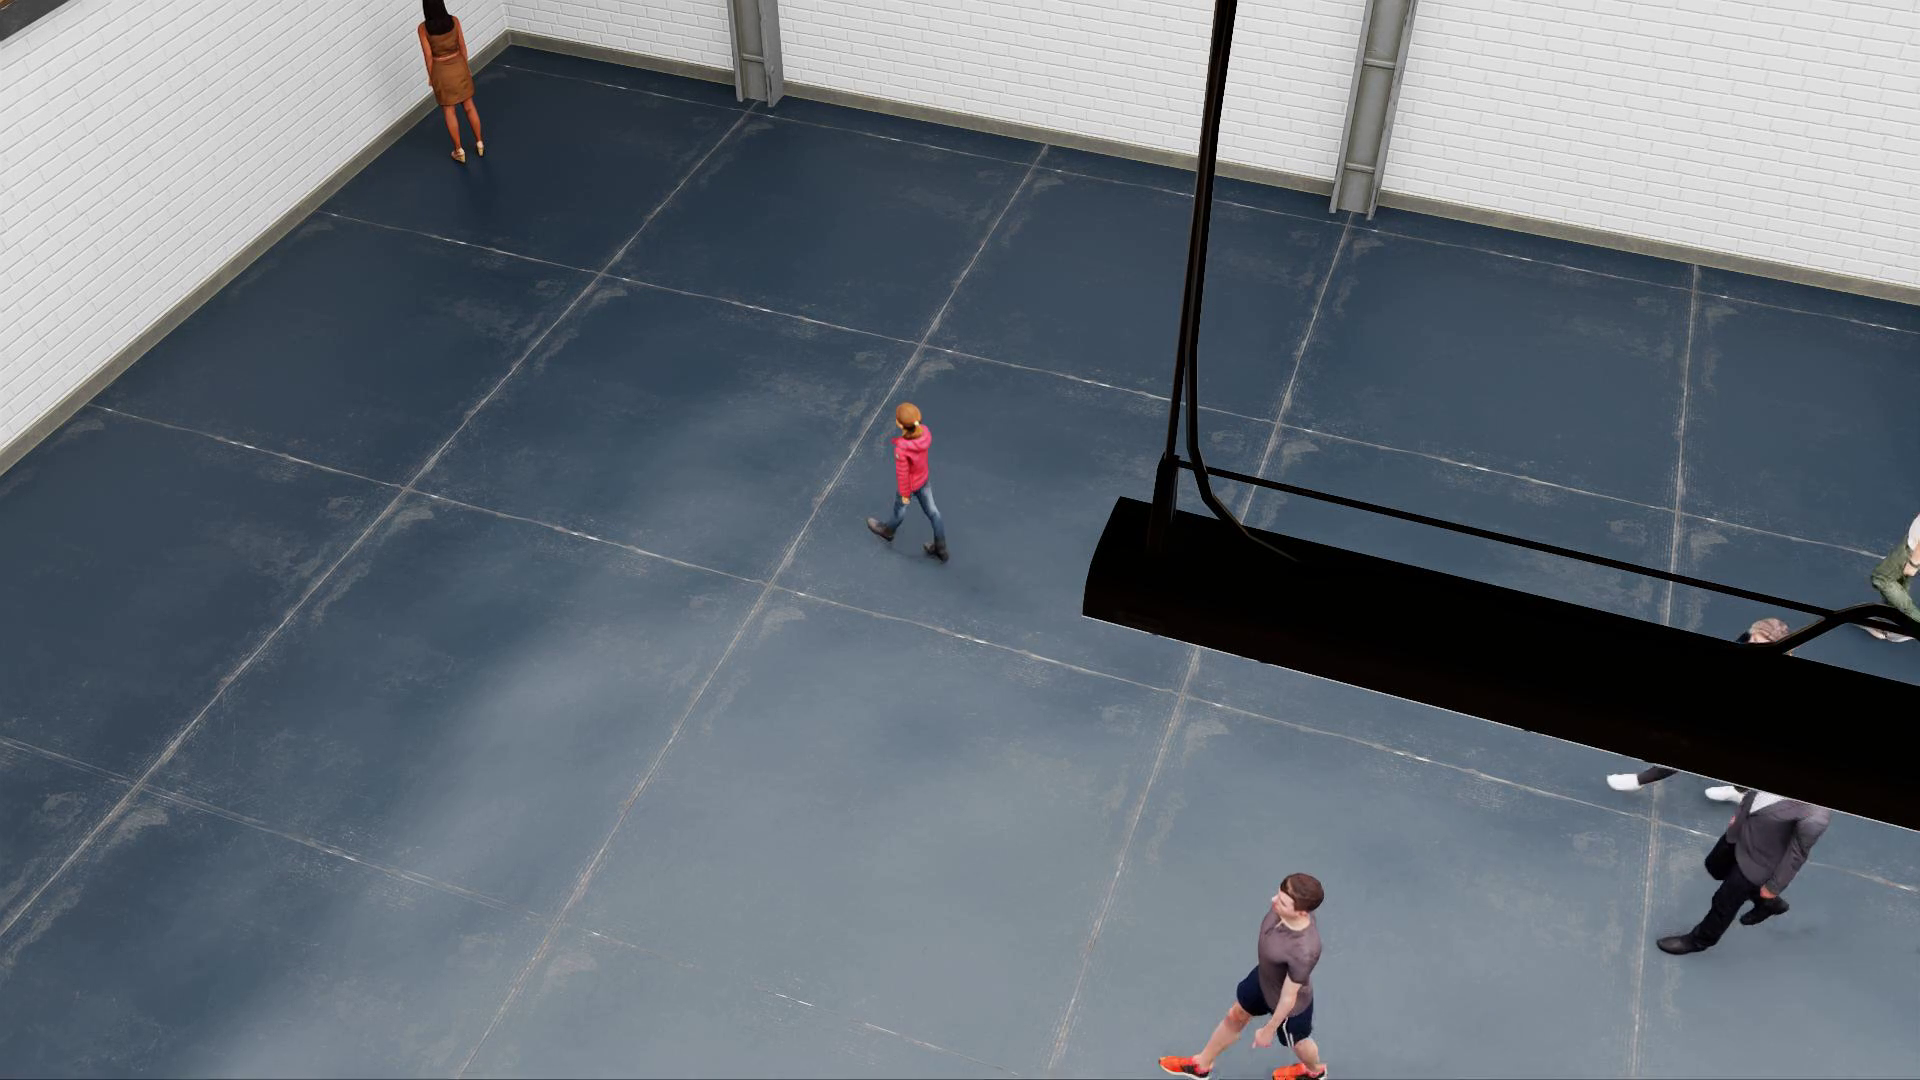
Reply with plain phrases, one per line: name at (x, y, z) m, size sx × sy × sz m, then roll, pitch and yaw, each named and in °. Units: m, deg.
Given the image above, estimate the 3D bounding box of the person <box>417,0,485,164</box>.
person at (-4.724, -4.303, 15.399) m, size 0.649 × 1.684 × 0.669 m, roll -28°, pitch 50°, yaw -26°

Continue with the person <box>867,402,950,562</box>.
person at (-0.261, -0.370, 11.560) m, size 0.952 × 1.285 × 0.701 m, roll 28°, pitch 50°, yaw 26°

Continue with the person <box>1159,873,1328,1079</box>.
person at (1.708, 2.287, 8.396) m, size 1.249 × 1.802 × 0.983 m, roll -3°, pitch 44°, yaw -3°

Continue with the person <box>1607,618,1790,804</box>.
person at (4.648, 1.057, 9.811) m, size 1.230 × 1.630 × 0.905 m, roll 3°, pitch 44°, yaw 3°

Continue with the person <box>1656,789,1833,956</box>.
person at (4.396, 1.669, 9.030) m, size 1.072 × 1.821 × 0.927 m, roll 0°, pitch 44°, yaw 0°

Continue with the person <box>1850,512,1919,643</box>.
person at (6.344, 0.079, 10.828) m, size 0.805 × 1.644 × 0.697 m, roll 28°, pitch 50°, yaw 26°
